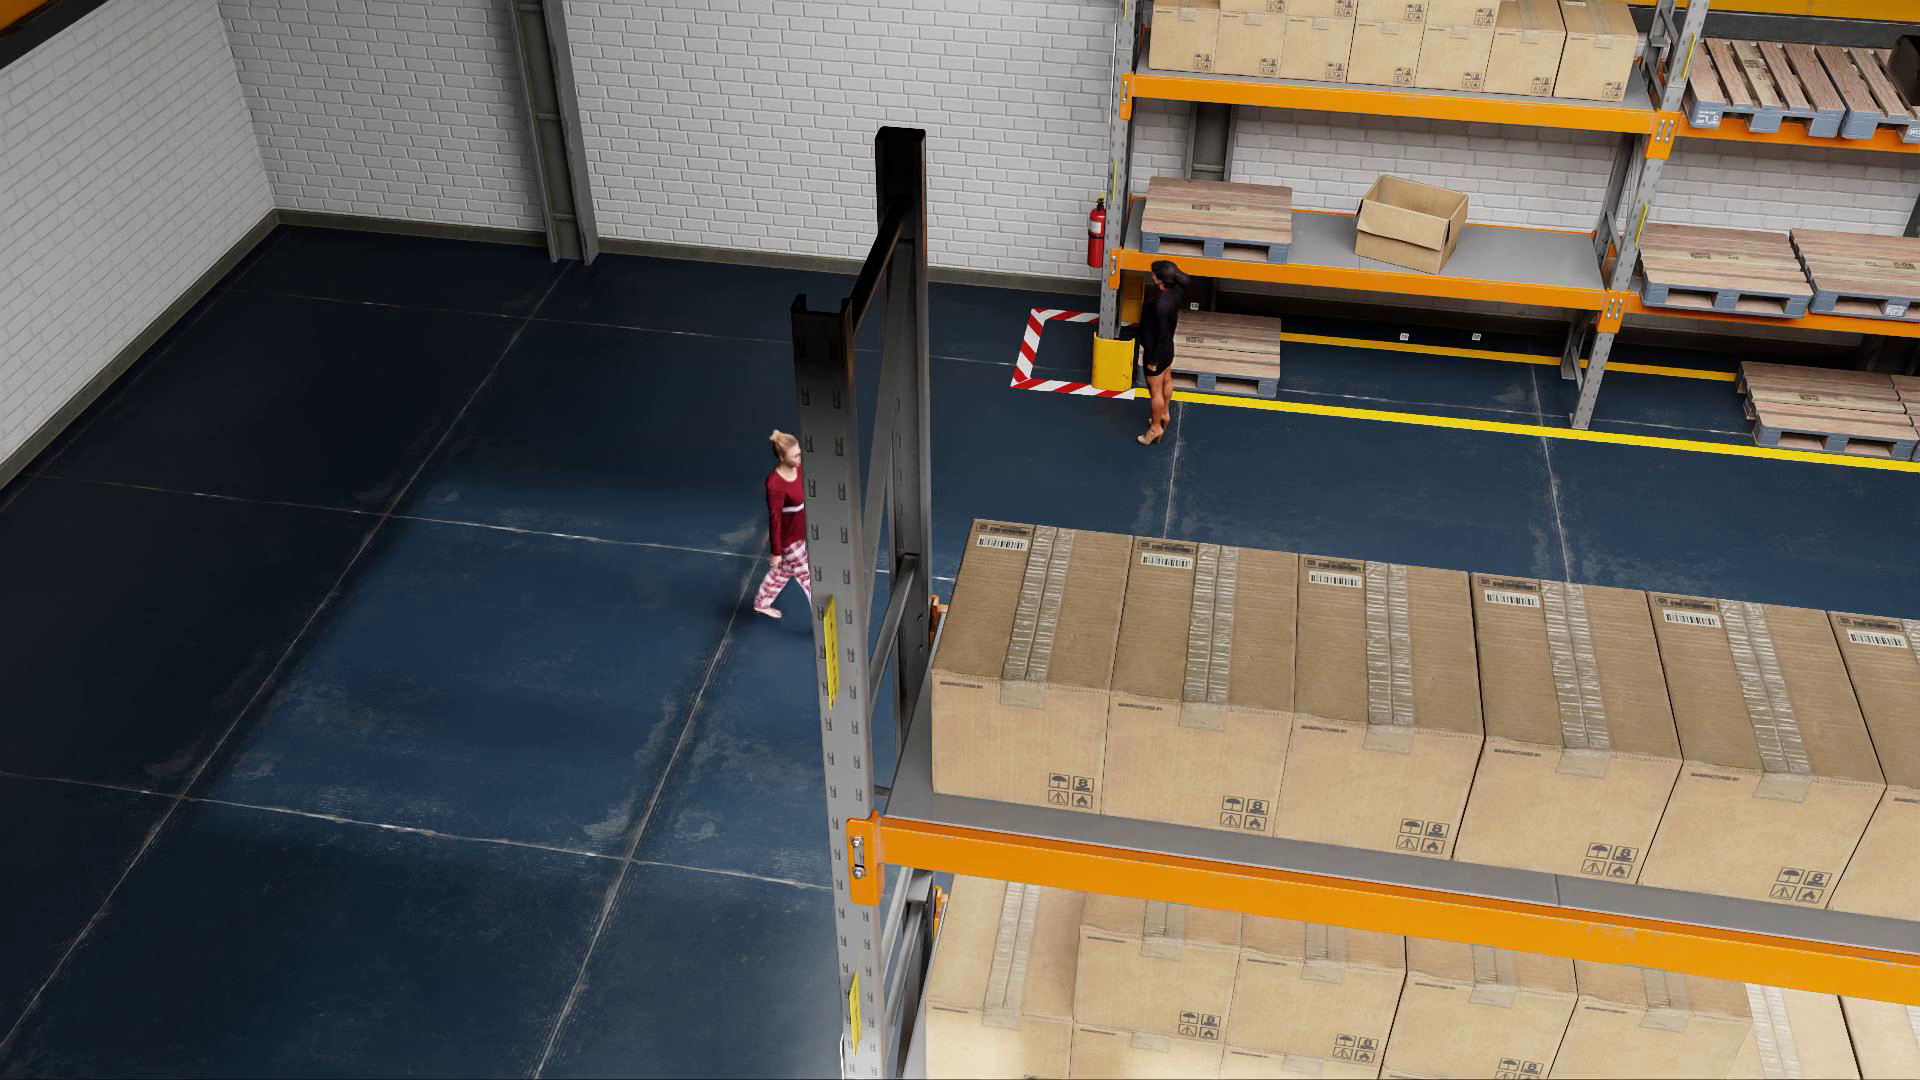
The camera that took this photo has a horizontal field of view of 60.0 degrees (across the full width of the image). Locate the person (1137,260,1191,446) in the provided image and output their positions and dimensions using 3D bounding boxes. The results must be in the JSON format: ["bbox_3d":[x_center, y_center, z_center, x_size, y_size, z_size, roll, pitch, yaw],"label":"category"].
[{"bbox_3d":[1.591,-1.502,13.294,0.689,1.640,0.650,17,42,20],"label":"person"}]
